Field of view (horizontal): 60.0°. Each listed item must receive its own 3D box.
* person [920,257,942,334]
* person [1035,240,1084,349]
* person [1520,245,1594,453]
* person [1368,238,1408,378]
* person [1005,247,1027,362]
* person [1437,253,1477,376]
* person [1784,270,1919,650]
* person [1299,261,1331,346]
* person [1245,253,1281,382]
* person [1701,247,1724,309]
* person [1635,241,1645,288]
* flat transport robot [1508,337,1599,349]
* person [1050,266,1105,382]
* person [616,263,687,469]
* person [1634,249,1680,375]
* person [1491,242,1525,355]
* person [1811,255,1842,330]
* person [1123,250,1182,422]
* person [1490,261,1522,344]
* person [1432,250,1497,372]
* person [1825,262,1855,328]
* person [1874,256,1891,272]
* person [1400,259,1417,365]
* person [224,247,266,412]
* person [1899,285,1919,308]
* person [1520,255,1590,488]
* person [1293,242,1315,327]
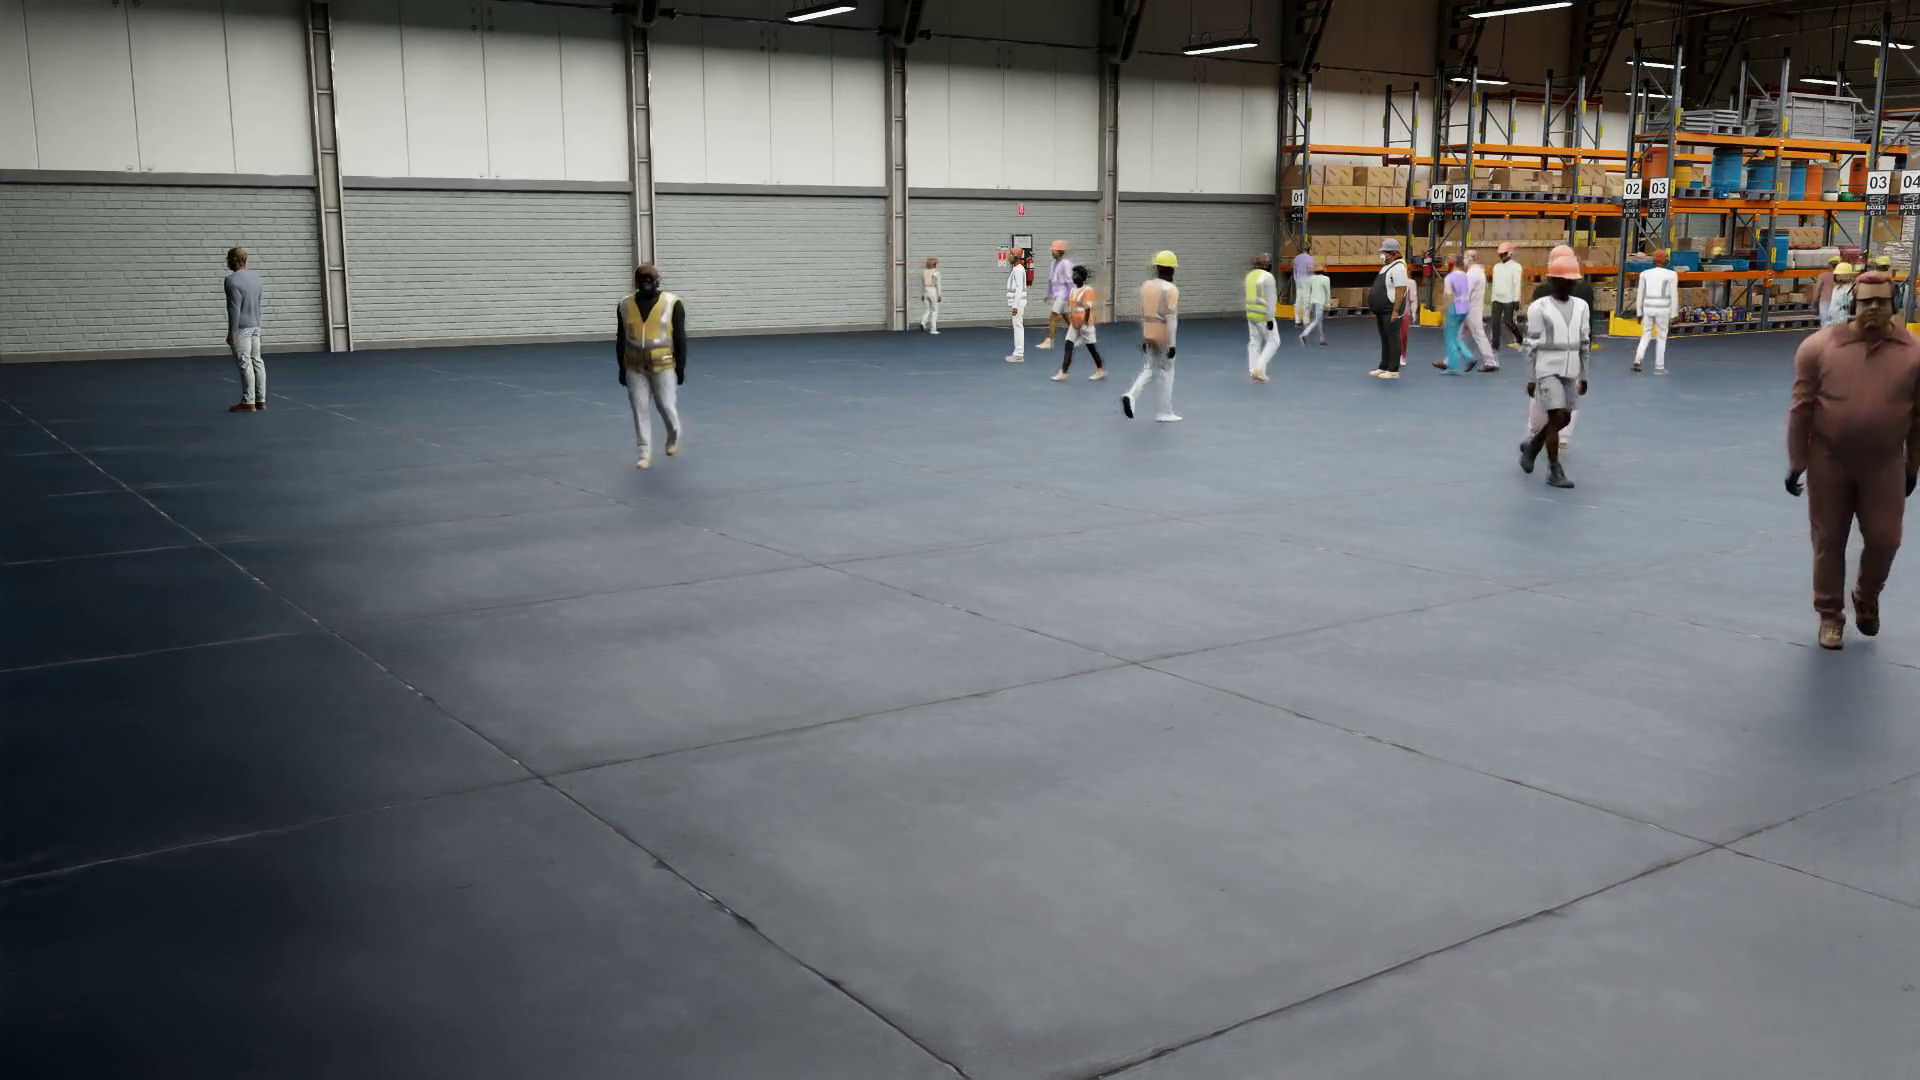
[{"bbox_3d":[-0.606,-5.168,35.224,0.533,1.623,0.398,9,14,40],"label":"person"},{"bbox_3d":[1.896,-4.516,30.644,1.041,2.004,0.604,-4,11,-19],"label":"person"},{"bbox_3d":[5.771,-1.847,16.075,0.639,1.957,0.869,0,10,2],"label":"person"},{"bbox_3d":[6.238,-3.383,24.305,0.536,2.000,0.681,0,10,-2],"label":"person"},{"bbox_3d":[0.926,-3.884,27.484,0.354,1.883,0.576,0,10,1],"label":"person"},{"bbox_3d":[7.354,-3.336,24.657,0.466,1.822,0.567,9,14,41],"label":"person"},{"bbox_3d":[4.472,-0.391,8.313,0.646,1.892,0.448,4,11,22],"label":"person"},{"bbox_3d":[6.712,-4.455,31.406,0.759,1.603,0.508,-7,12,-33],"label":"person"},{"bbox_3d":[4.259,-3.123,23.457,0.451,1.828,0.656,-4,11,-23],"label":"person"},{"bbox_3d":[17.805,-5.998,39.263,0.694,1.806,0.632,-9,14,-40],"label":"person"},{"bbox_3d":[18.377,-7.104,44.903,0.361,1.964,0.613,-4,11,-22],"label":"person"},{"bbox_3d":[10.825,-3.599,30.341,1.431,0.197,0.652,-1,10,-7],"label":"flat transport robot"},{"bbox_3d":[1.726,-3.079,23.714,0.857,1.652,0.540,-6,12,-30],"label":"person"},{"bbox_3d":[-2.764,-1.568,14.964,0.635,1.829,0.631,1,10,4],"label":"person"},{"bbox_3d":[10.394,-3.388,24.779,0.513,1.877,0.599,-9,14,-41],"label":"person"},{"bbox_3d":[9.544,-4.204,28.999,0.771,1.970,0.624,-7,12,-33],"label":"person"},{"bbox_3d":[16.004,-4.357,30.529,0.560,1.726,0.785,0,10,-3],"label":"person"},{"bbox_3d":[2.159,-2.246,18.425,0.664,1.909,0.592,-7,13,-35],"label":"person"},{"bbox_3d":[10.552,-4.516,31.741,0.828,1.593,0.510,5,11,23],"label":"person"},{"bbox_3d":[7.806,-3.503,25.472,0.989,1.858,0.652,4,11,23],"label":"person"},{"bbox_3d":[12.213,-2.970,22.921,0.710,1.718,0.486,1,10,5],"label":"person"},{"bbox_3d":[16.168,-4.165,29.440,0.873,1.732,0.530,0,10,0],"label":"person"},{"bbox_3d":[6.980,-3.594,26.373,0.535,1.719,0.879,4,11,20],"label":"person"},{"bbox_3d":[-8.461,-2.483,19.647,0.361,1.938,0.635,1,10,6],"label":"person"},{"bbox_3d":[19.224,-4.997,33.457,0.628,1.933,0.356,5,11,24],"label":"person"},{"bbox_3d":[4.956,-1.419,13.911,0.551,1.913,0.821,-3,11,-14],"label":"person"},{"bbox_3d":[7.886,-5.842,38.064,0.372,1.940,0.631,-6,12,-31],"label":"person"}]
